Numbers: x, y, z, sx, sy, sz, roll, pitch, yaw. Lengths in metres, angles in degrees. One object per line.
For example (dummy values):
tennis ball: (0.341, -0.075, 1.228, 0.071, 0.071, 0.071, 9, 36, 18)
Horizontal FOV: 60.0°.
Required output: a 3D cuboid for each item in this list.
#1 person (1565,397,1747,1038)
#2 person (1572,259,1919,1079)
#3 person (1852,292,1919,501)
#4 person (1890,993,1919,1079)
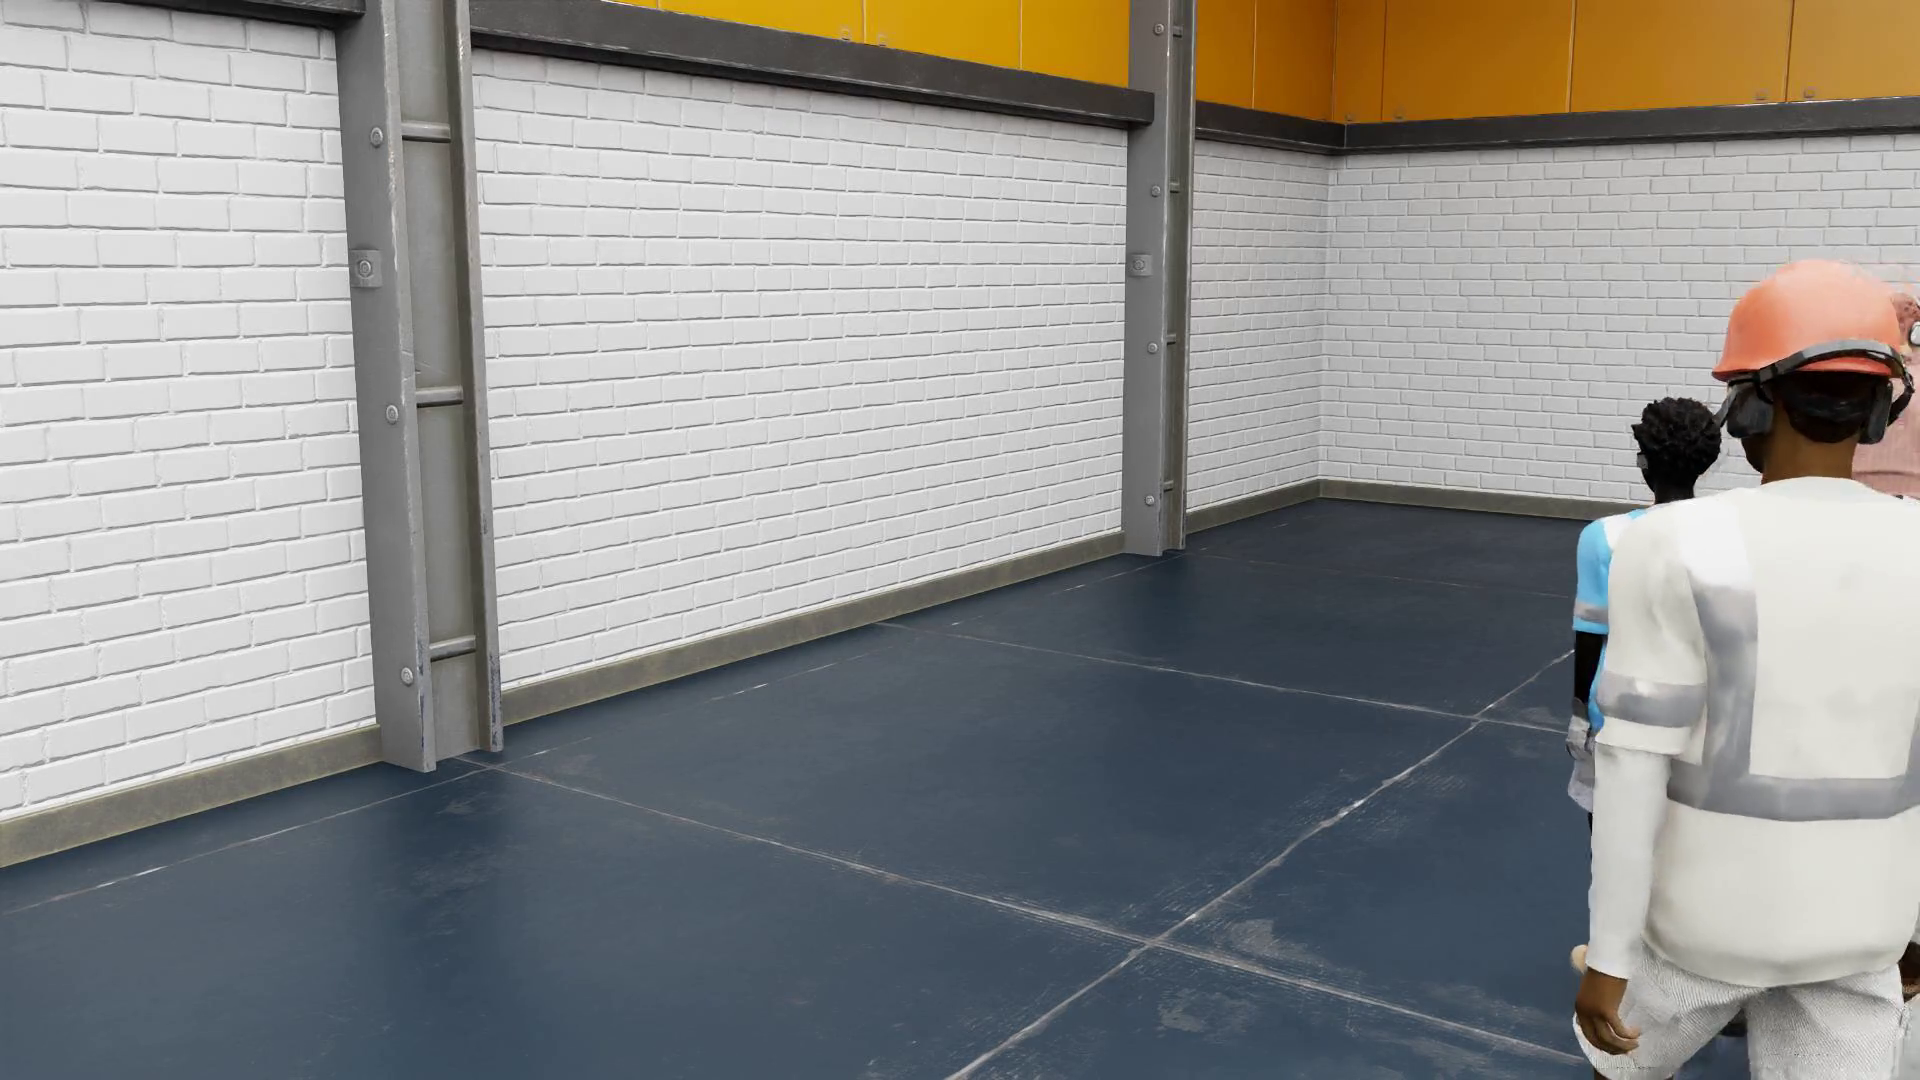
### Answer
person: (1.872, 0.467, 4.350, 0.537, 1.675, 0.662, -1, 10, -5)
person: (1.274, 0.568, 2.710, 0.653, 2.014, 0.745, 0, 10, -1)
person: (3.633, -0.019, 6.567, 0.636, 1.903, 0.404, 6, 11, 33)
person: (2.171, 0.517, 3.429, 0.599, 1.935, 0.703, -4, 10, -24)
